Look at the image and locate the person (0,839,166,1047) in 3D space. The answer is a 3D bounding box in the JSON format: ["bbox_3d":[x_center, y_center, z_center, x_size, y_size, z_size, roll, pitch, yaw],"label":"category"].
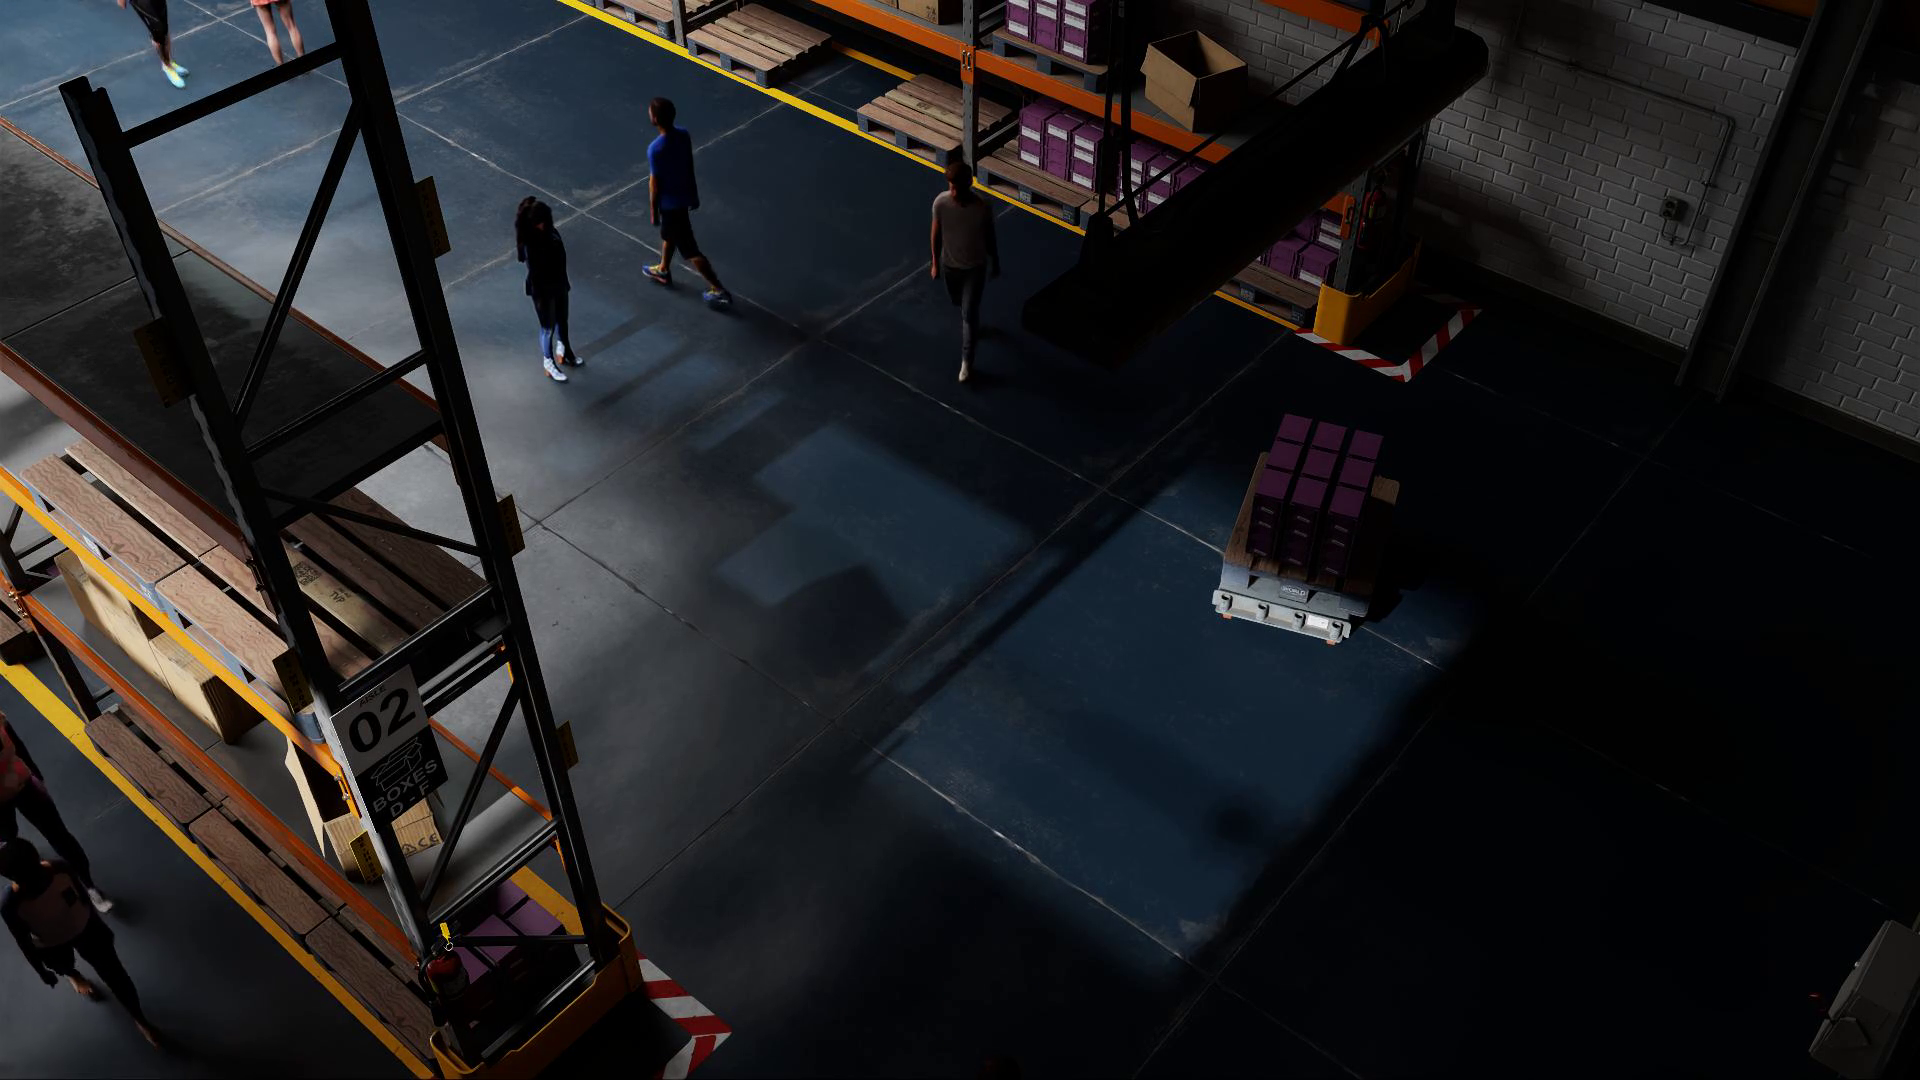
[{"bbox_3d":[-4.851,2.090,8.935,1.020,1.524,0.559,30,51,27],"label":"person"}]

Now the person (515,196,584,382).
[{"bbox_3d":[-3.252,-1.988,13.147,0.653,1.619,0.672,15,46,15],"label":"person"}]

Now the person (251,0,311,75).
[{"bbox_3d":[-6.962,-5.514,16.751,0.630,1.753,0.645,-24,49,-23],"label":"person"}]

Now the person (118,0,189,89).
[{"bbox_3d":[-8.220,-5.499,16.654,0.804,1.864,0.733,20,47,20],"label":"person"}]

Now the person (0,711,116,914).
[{"bbox_3d":[-5.486,1.430,9.501,1.184,1.699,0.645,27,50,26],"label":"person"}]

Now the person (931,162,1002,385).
[{"bbox_3d":[0.040,-2.251,13.257,1.228,1.847,1.137,6,44,6],"label":"person"}]

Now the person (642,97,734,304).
[{"bbox_3d":[-2.286,-2.756,13.803,1.269,1.826,0.801,20,47,20],"label":"person"}]
